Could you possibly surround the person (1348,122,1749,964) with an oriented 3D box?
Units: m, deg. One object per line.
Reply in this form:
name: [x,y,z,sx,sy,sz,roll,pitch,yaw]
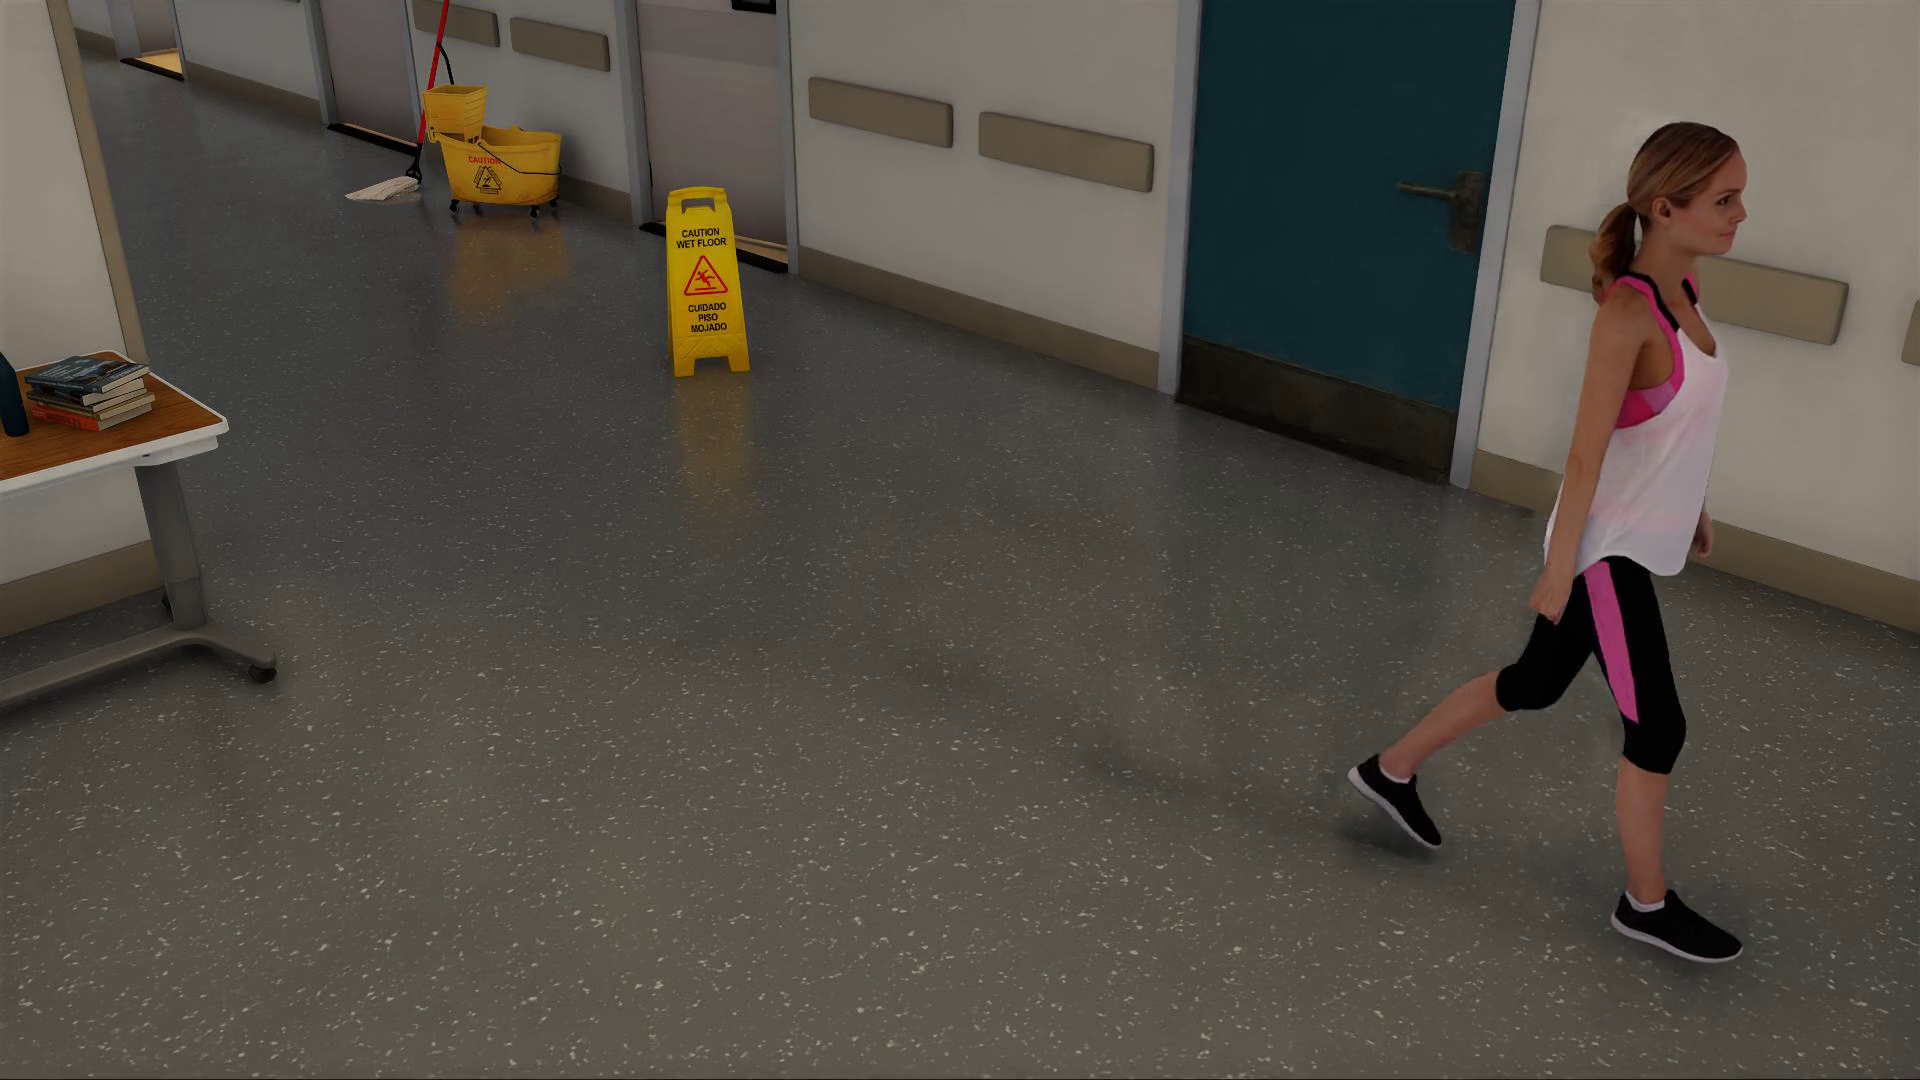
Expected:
person: [1.270,0.020,3.501,1.189,1.749,0.779,15,29,28]
